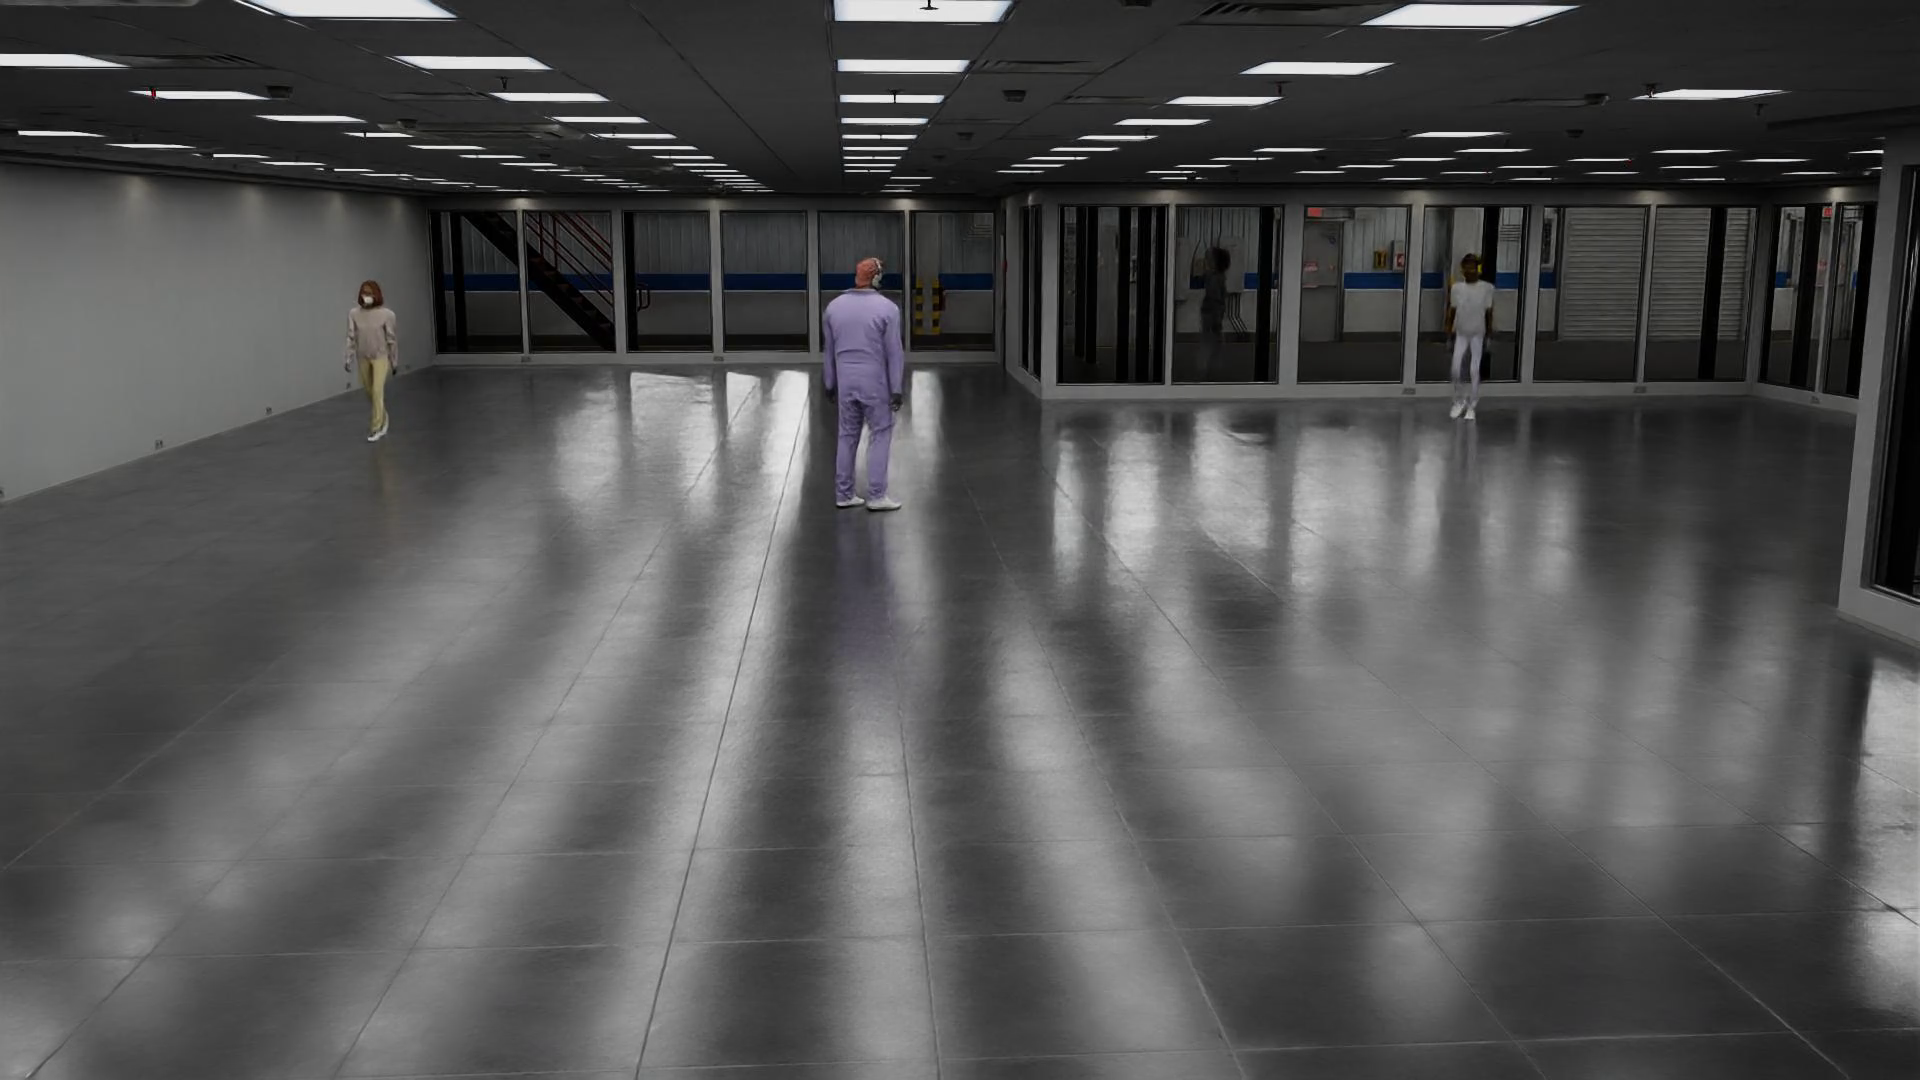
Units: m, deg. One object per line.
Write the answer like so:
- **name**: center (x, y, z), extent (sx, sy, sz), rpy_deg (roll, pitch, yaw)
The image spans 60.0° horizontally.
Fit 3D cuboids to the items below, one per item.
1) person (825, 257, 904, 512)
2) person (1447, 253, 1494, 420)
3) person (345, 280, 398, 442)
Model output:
- **person**: center (-0.698, -1.164, 12.501), extent (0.664, 1.897, 0.399), rpy_deg (6, 12, 28)
- **person**: center (5.666, -2.249, 18.487), extent (0.538, 1.847, 0.492), rpy_deg (6, 12, 28)
- **person**: center (-5.912, -1.826, 16.814), extent (0.498, 1.608, 0.737), rpy_deg (1, 11, 6)
